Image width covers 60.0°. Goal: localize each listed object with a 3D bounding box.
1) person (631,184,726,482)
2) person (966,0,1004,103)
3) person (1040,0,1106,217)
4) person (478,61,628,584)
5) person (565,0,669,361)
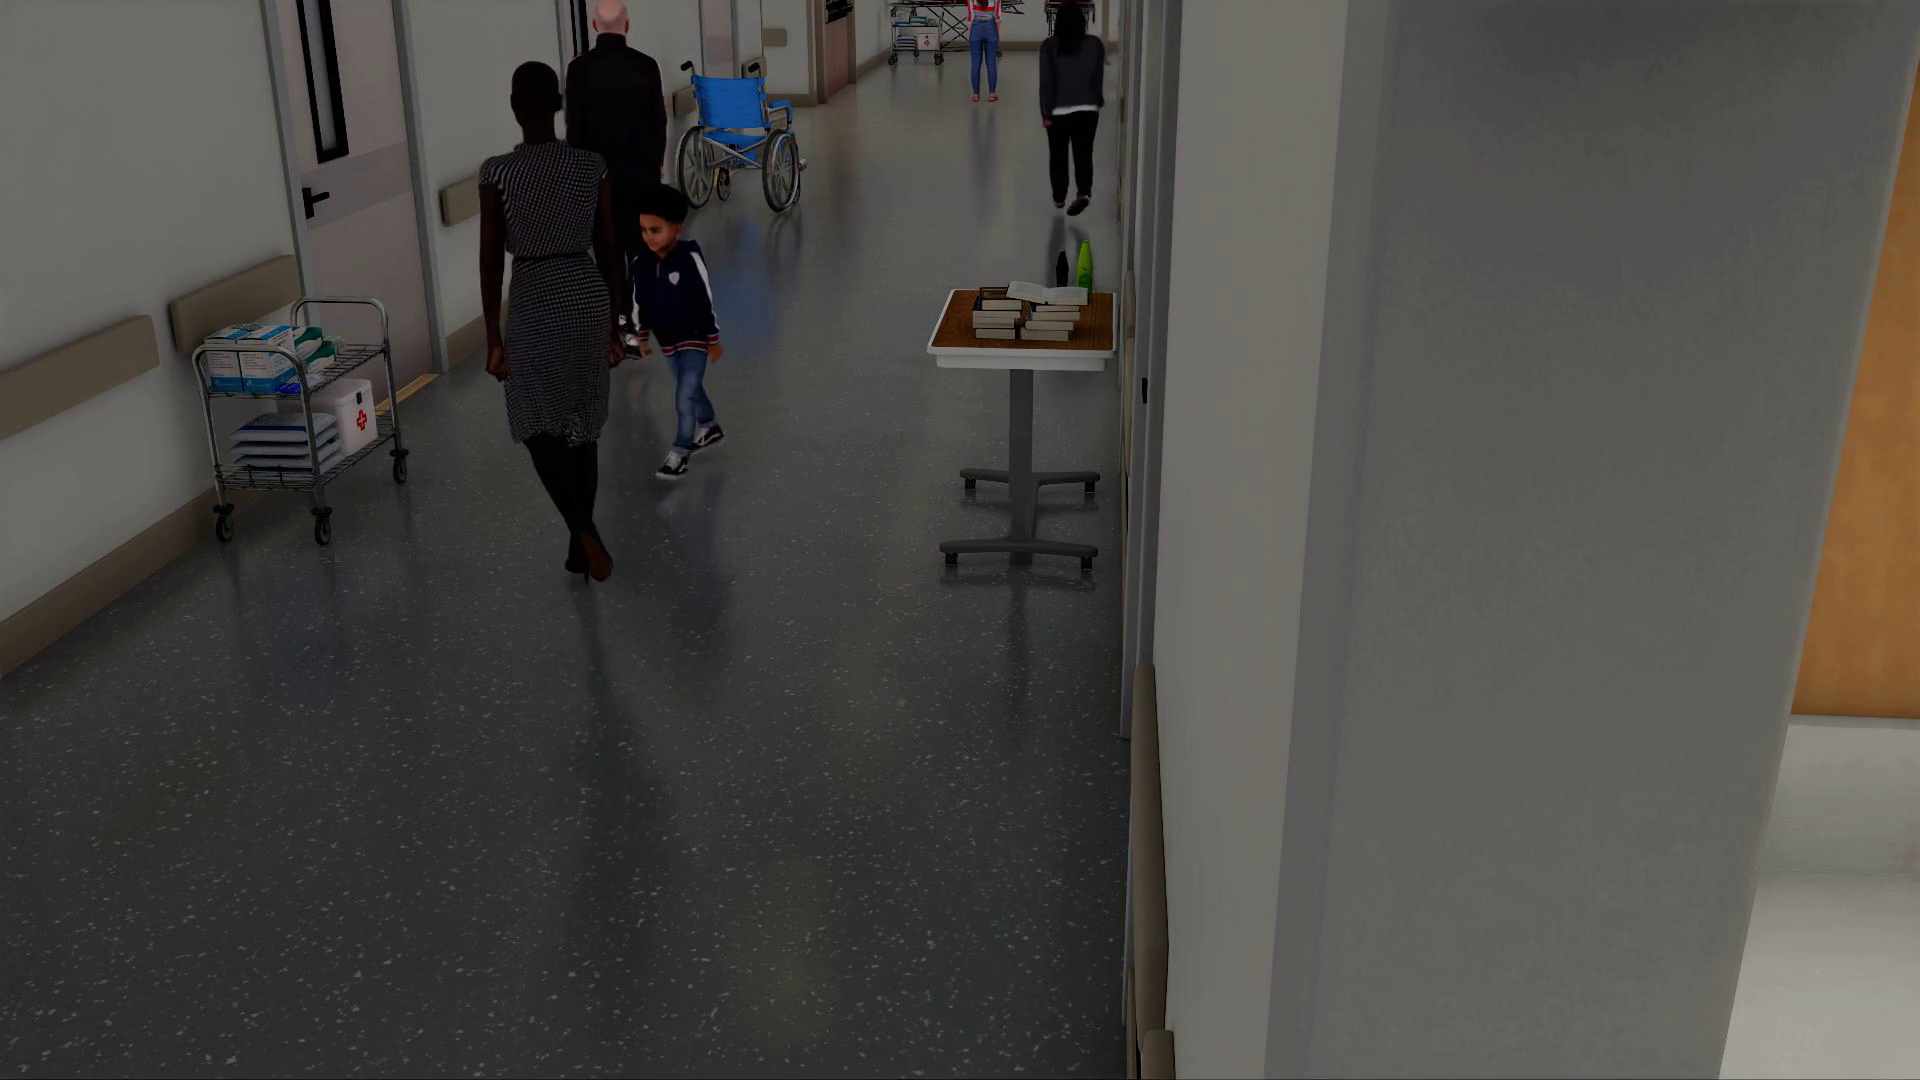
[{"bbox_3d":[-1.135,-0.869,6.892,0.719,1.194,0.883,12,24,29],"label":"person"},{"bbox_3d":[0.292,-6.248,20.504,0.591,1.612,0.491,1,21,4],"label":"person"},{"bbox_3d":[0.860,-3.244,12.646,0.778,1.561,1.074,-3,21,-7],"label":"person"},{"bbox_3d":[-1.284,-0.621,5.432,0.928,1.766,1.079,-9,23,-23],"label":"person"},{"bbox_3d":[-1.707,-1.777,8.465,0.740,1.779,1.230,-1,21,-3],"label":"person"}]
